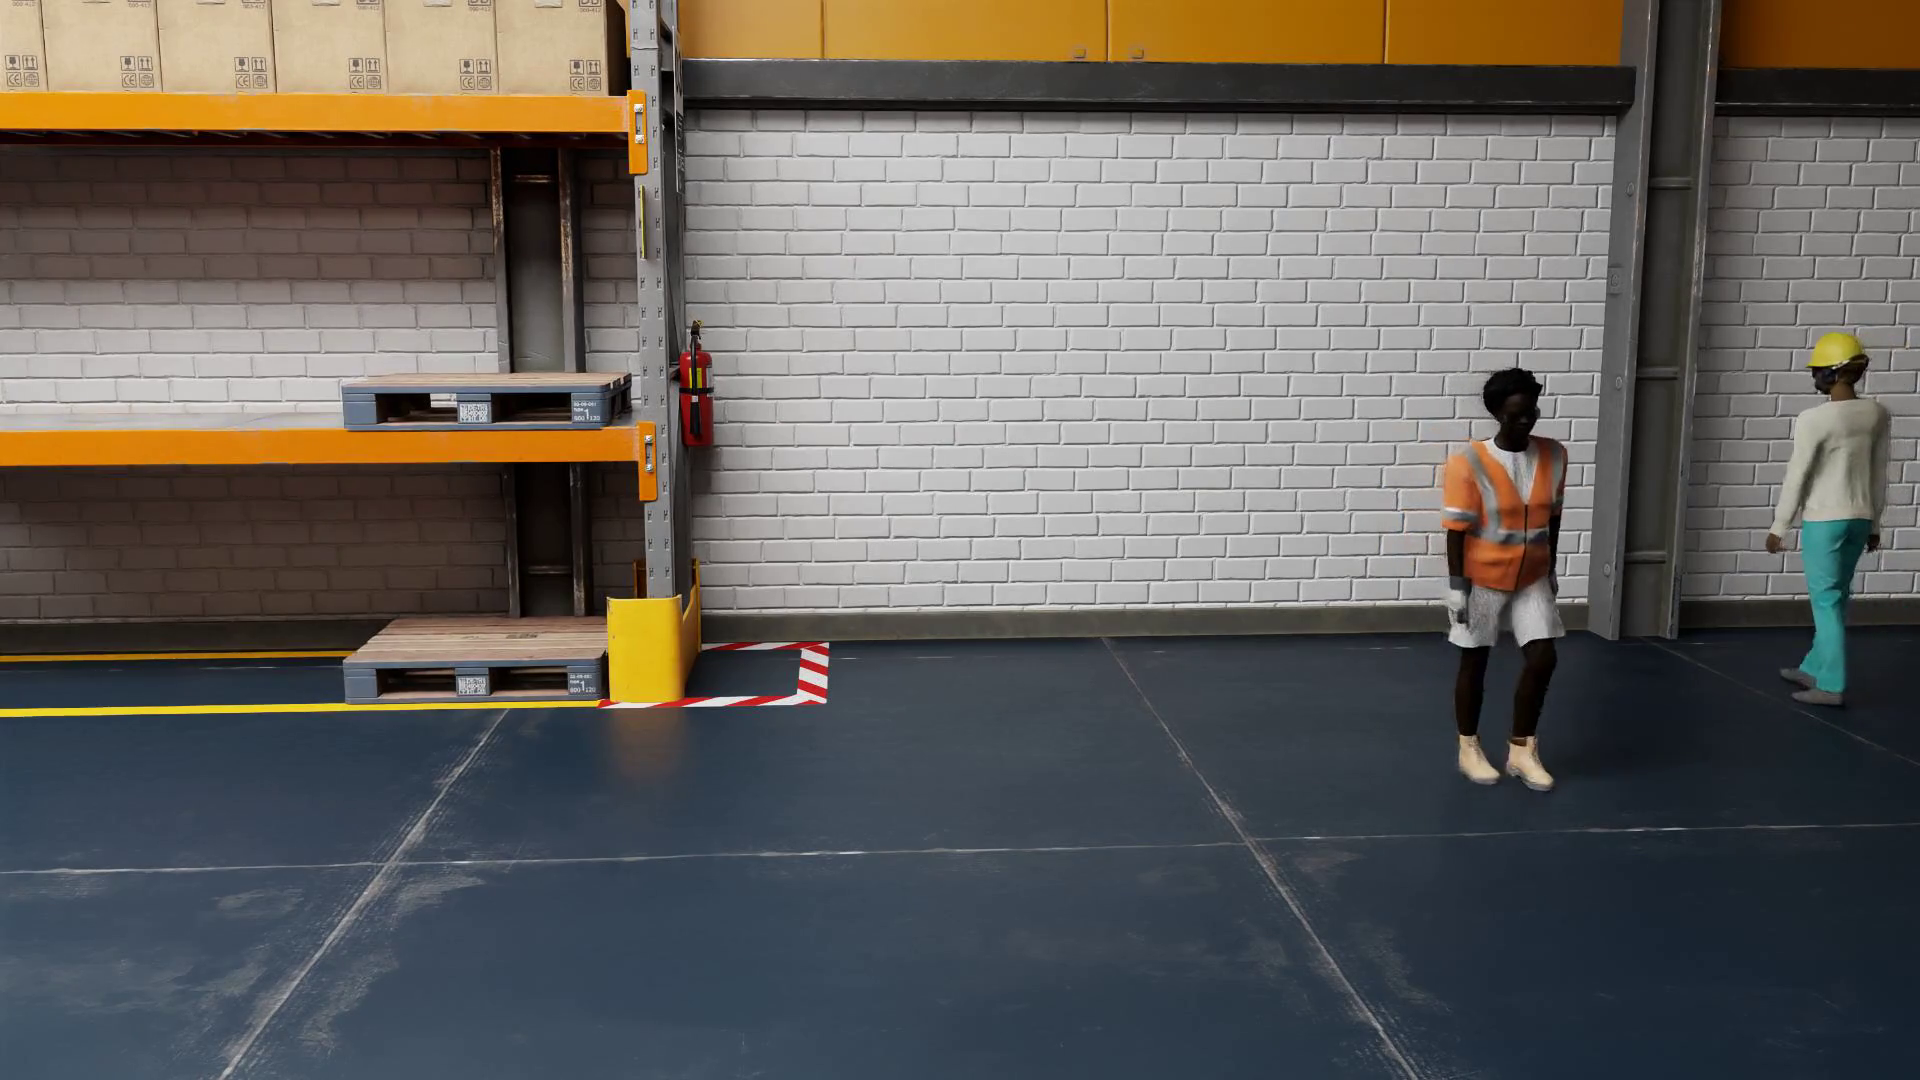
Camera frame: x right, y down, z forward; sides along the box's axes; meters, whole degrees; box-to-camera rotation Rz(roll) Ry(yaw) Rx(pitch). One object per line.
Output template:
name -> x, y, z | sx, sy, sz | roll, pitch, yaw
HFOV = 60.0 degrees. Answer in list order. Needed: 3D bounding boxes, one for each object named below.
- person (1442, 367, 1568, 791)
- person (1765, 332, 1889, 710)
person -> 2.124, 0.163, 6.477 | 0.566, 1.667, 0.518 | -2, 9, -12
person -> 4.063, -0.097, 7.858 | 0.537, 1.757, 0.498 | -4, 10, -21
